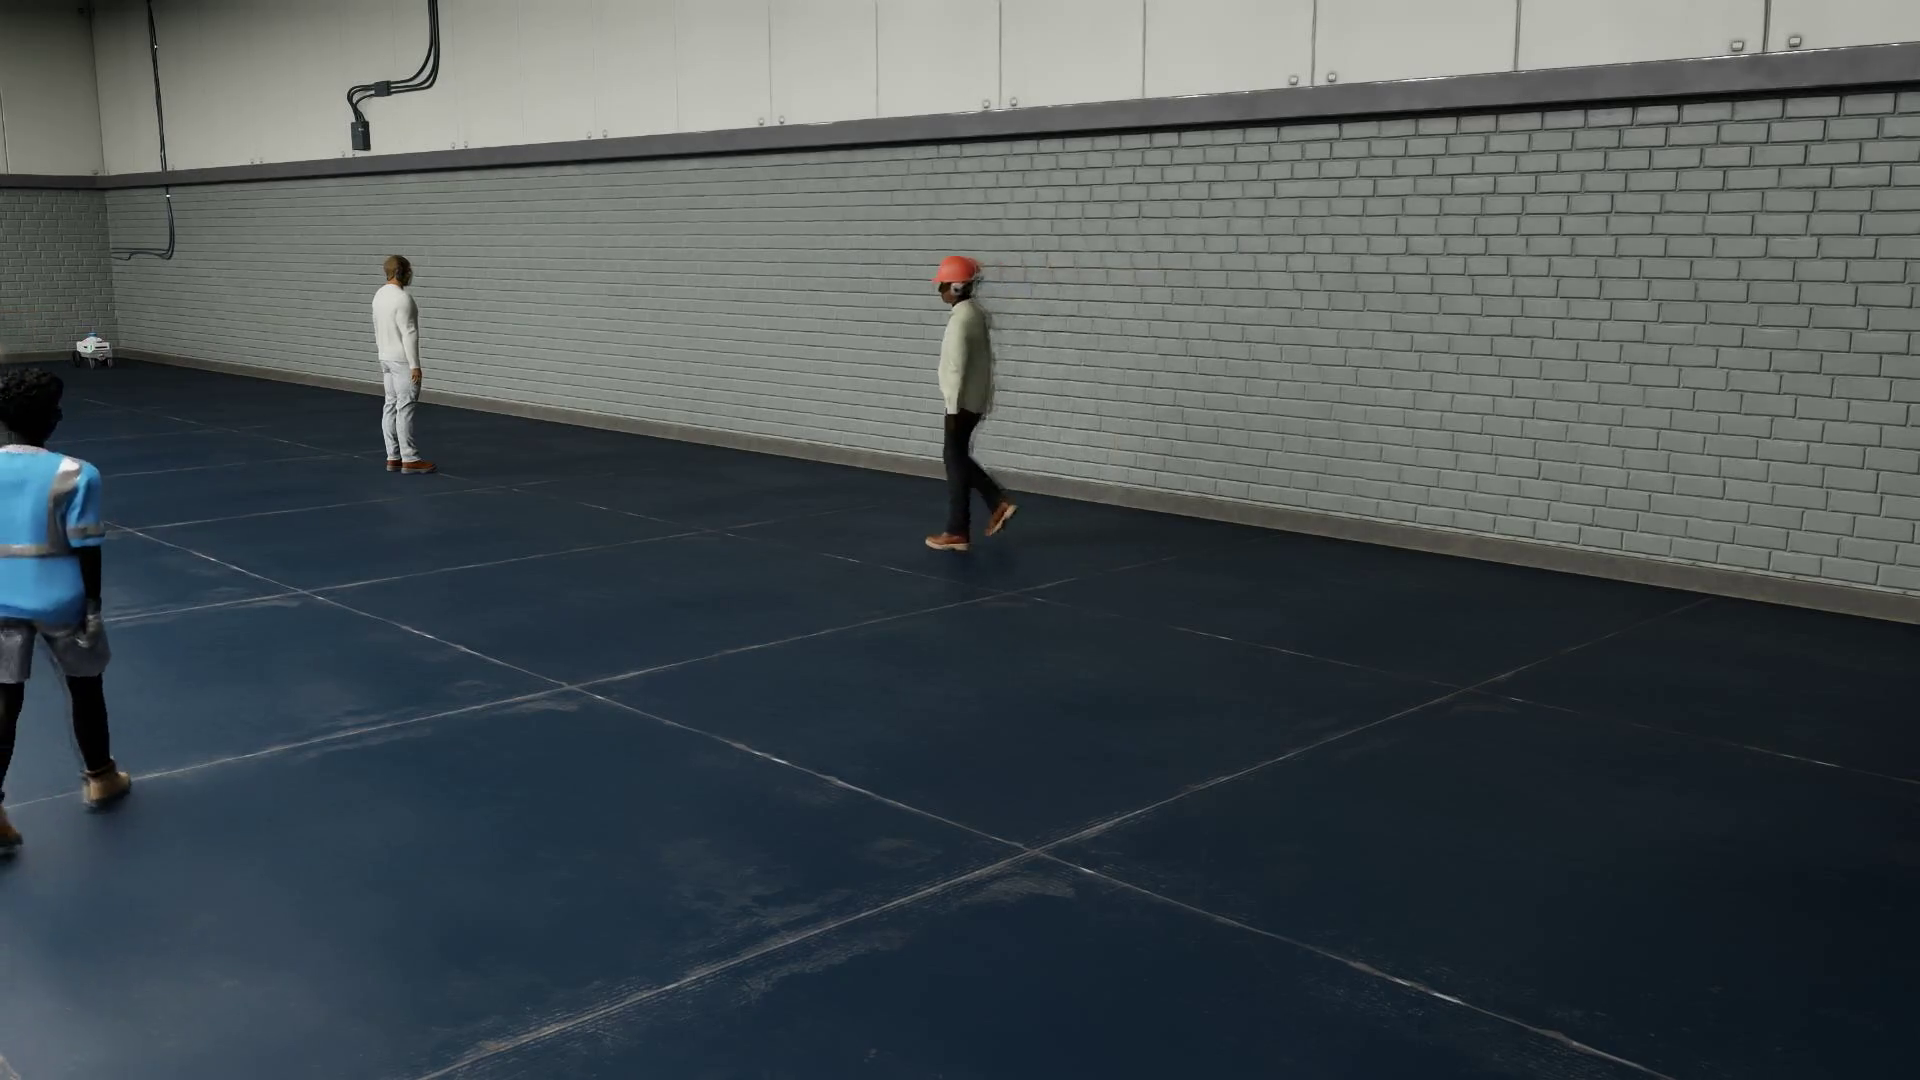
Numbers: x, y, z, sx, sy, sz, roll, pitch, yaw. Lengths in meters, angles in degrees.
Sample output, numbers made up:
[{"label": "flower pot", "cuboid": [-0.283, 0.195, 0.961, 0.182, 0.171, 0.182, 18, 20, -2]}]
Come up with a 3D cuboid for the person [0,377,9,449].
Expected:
[{"label": "person", "cuboid": [-6.975, -0.848, 11.782, 0.502, 1.619, 0.531, -2, 11, -11]}]

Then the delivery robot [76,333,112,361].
[{"label": "delivery robot", "cuboid": [-13.955, -3.092, 26.803, 0.477, 0.478, 0.707, -10, 14, -44]}]

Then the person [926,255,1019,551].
[{"label": "person", "cuboid": [0.054, -0.915, 11.178, 0.511, 1.980, 0.635, 3, 11, 14]}]

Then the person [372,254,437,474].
[{"label": "person", "cuboid": [-5.009, -1.578, 14.908, 0.372, 1.940, 0.627, -10, 14, -43]}]

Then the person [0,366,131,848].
[{"label": "person", "cuboid": [-3.264, 0.225, 5.844, 0.529, 1.664, 0.842, -1, 10, -7]}]
